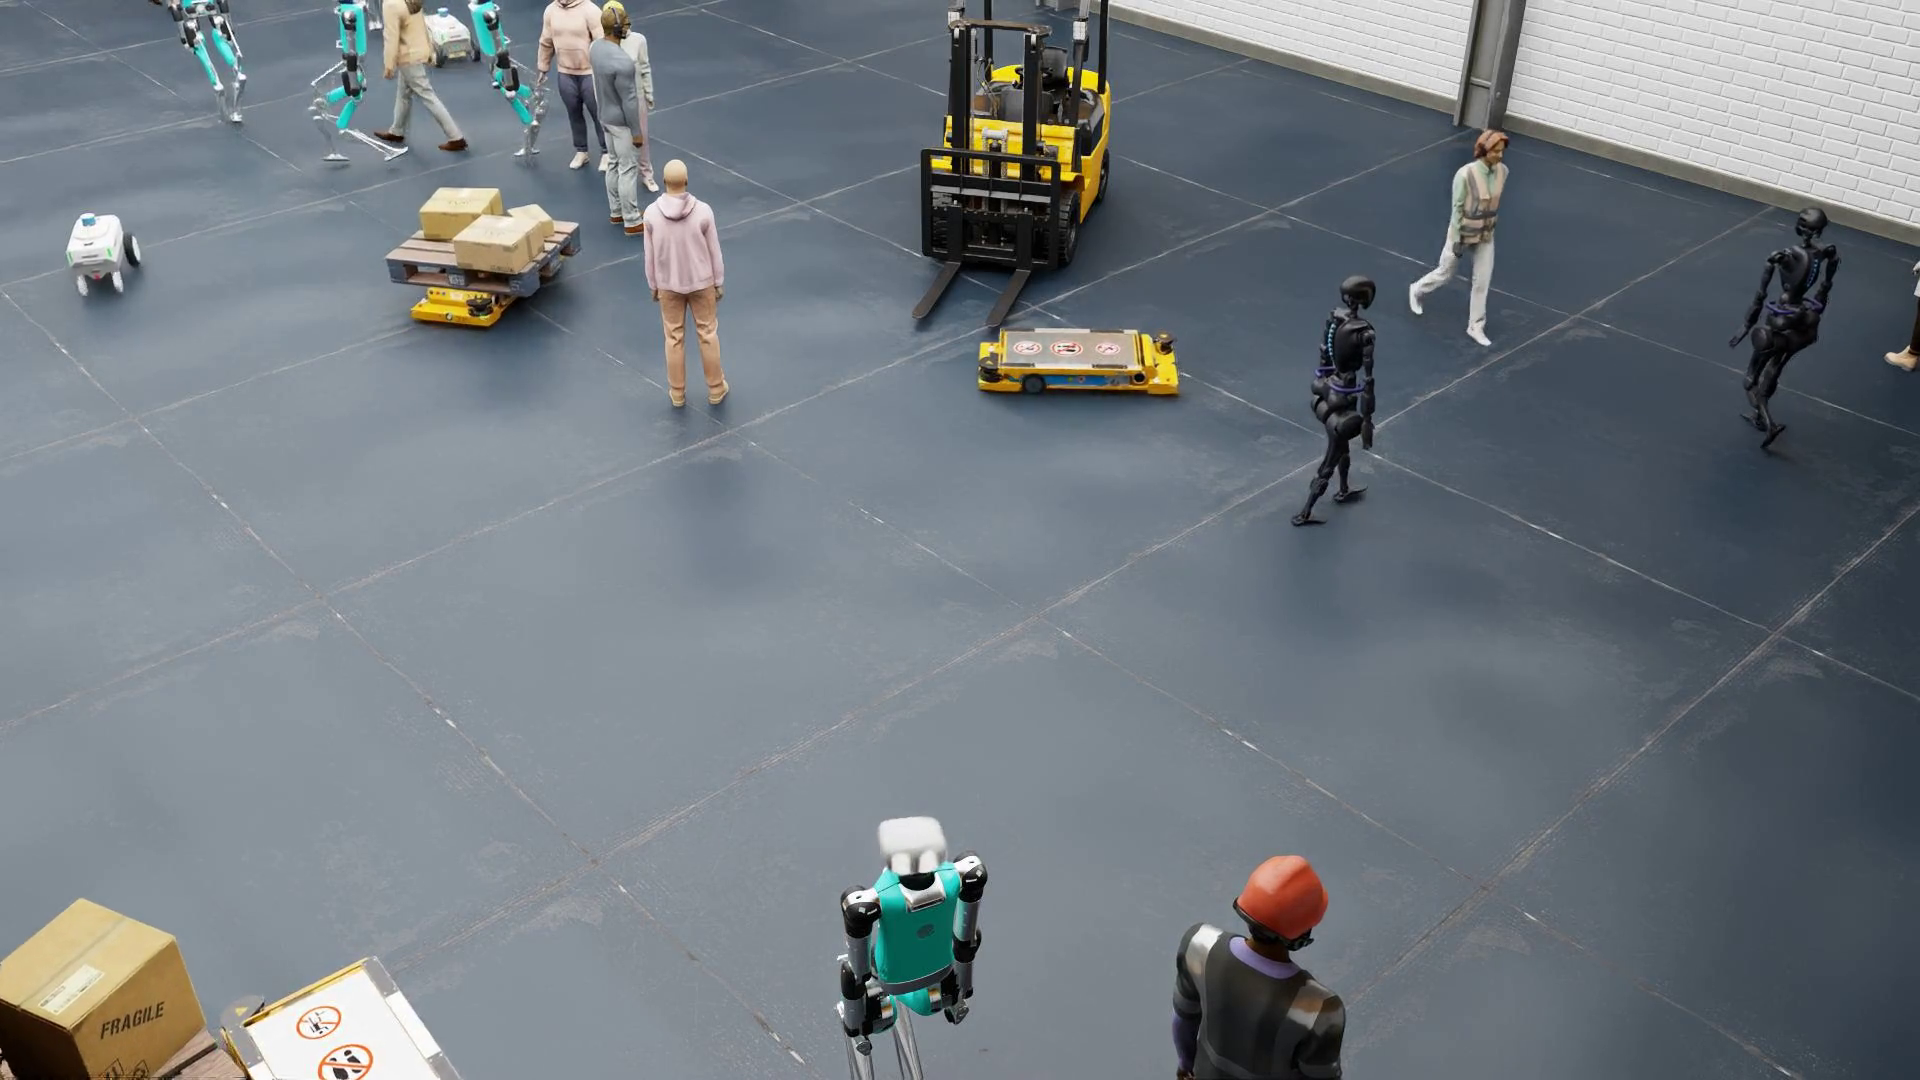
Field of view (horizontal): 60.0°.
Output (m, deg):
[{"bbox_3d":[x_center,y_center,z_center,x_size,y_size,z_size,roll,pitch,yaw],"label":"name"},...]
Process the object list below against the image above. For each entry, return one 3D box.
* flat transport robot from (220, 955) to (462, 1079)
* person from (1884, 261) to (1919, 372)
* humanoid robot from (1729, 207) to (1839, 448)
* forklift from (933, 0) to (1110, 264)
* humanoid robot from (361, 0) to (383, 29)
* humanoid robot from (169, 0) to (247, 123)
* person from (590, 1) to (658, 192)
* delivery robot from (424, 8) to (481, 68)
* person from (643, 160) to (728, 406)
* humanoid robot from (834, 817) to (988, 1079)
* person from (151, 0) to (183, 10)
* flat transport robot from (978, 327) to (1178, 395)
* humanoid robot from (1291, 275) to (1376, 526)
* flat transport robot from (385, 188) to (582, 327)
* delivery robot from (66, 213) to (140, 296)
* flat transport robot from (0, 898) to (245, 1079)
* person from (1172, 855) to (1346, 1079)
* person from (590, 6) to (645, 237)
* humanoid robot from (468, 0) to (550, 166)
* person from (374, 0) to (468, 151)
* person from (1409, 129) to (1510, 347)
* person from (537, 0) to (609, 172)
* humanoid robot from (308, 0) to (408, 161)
[{"bbox_3d":[-2.422,2.244,6.724,0.659,0.231,1.431,-24,40,-32],"label":"flat transport robot"},{"bbox_3d":[7.122,-2.024,11.973,0.531,1.697,0.322,-9,34,-14],"label":"person"},{"bbox_3d":[5.534,-1.416,11.067,0.601,1.634,0.564,-6,34,-9],"label":"humanoid robot"},{"bbox_3d":[0.570,-3.725,14.138,1.214,2.155,2.313,9,34,13],"label":"forklift"},{"bbox_3d":[-6.800,-6.641,19.059,0.536,1.766,0.895,-5,33,-8],"label":"humanoid robot"},{"bbox_3d":[-7.398,-4.915,16.444,0.537,1.837,0.756,-20,38,-28],"label":"humanoid robot"},{"bbox_3d":[-2.993,-3.941,14.871,0.529,1.758,0.356,-14,36,-21],"label":"person"},{"bbox_3d":[-5.712,-5.613,18.532,0.499,0.589,0.790,-19,38,-26],"label":"delivery robot"},{"bbox_3d":[-1.887,-1.748,11.471,0.535,1.783,0.398,-3,33,-5],"label":"person"},{"bbox_3d":[-0.262,1.586,6.268,0.533,1.675,0.735,-14,36,-20],"label":"humanoid robot"},{"bbox_3d":[-9.618,-7.174,19.941,0.460,1.636,0.401,28,42,36],"label":"person"},{"bbox_3d":[0.859,-1.307,12.182,1.431,0.231,0.659,1,33,2],"label":"flat transport robot"},{"bbox_3d":[2.394,-0.863,10.223,0.646,1.634,0.600,-11,35,-16],"label":"humanoid robot"},{"bbox_3d":[-3.799,-2.129,13.445,0.659,0.231,1.431,7,34,11],"label":"flat transport robot"},{"bbox_3d":[-7.021,-2.371,13.533,0.499,0.570,0.747,-10,34,-15],"label":"delivery robot"},{"bbox_3d":[-3.517,2.391,6.499,1.431,0.231,0.659,26,41,34],"label":"flat transport robot"},{"bbox_3d":[1.003,1.861,5.690,0.607,2.043,0.373,22,39,30],"label":"person"},{"bbox_3d":[-2.877,-3.541,14.095,0.360,1.931,0.628,-20,38,-28],"label":"person"},{"bbox_3d":[-4.080,-4.264,15.478,0.774,1.882,0.571,-19,37,-26],"label":"humanoid robot"},{"bbox_3d":[-5.272,-4.620,15.861,1.017,1.824,0.571,4,33,7],"label":"person"},{"bbox_3d":[3.798,-2.321,12.507,0.504,1.611,0.757,-14,35,-20],"label":"person"},{"bbox_3d":[-3.524,-4.370,15.440,0.820,1.853,0.434,7,34,11],"label":"person"},{"bbox_3d":[-5.740,-4.253,15.355,1.045,1.718,0.559,-6,34,-9],"label":"humanoid robot"}]
